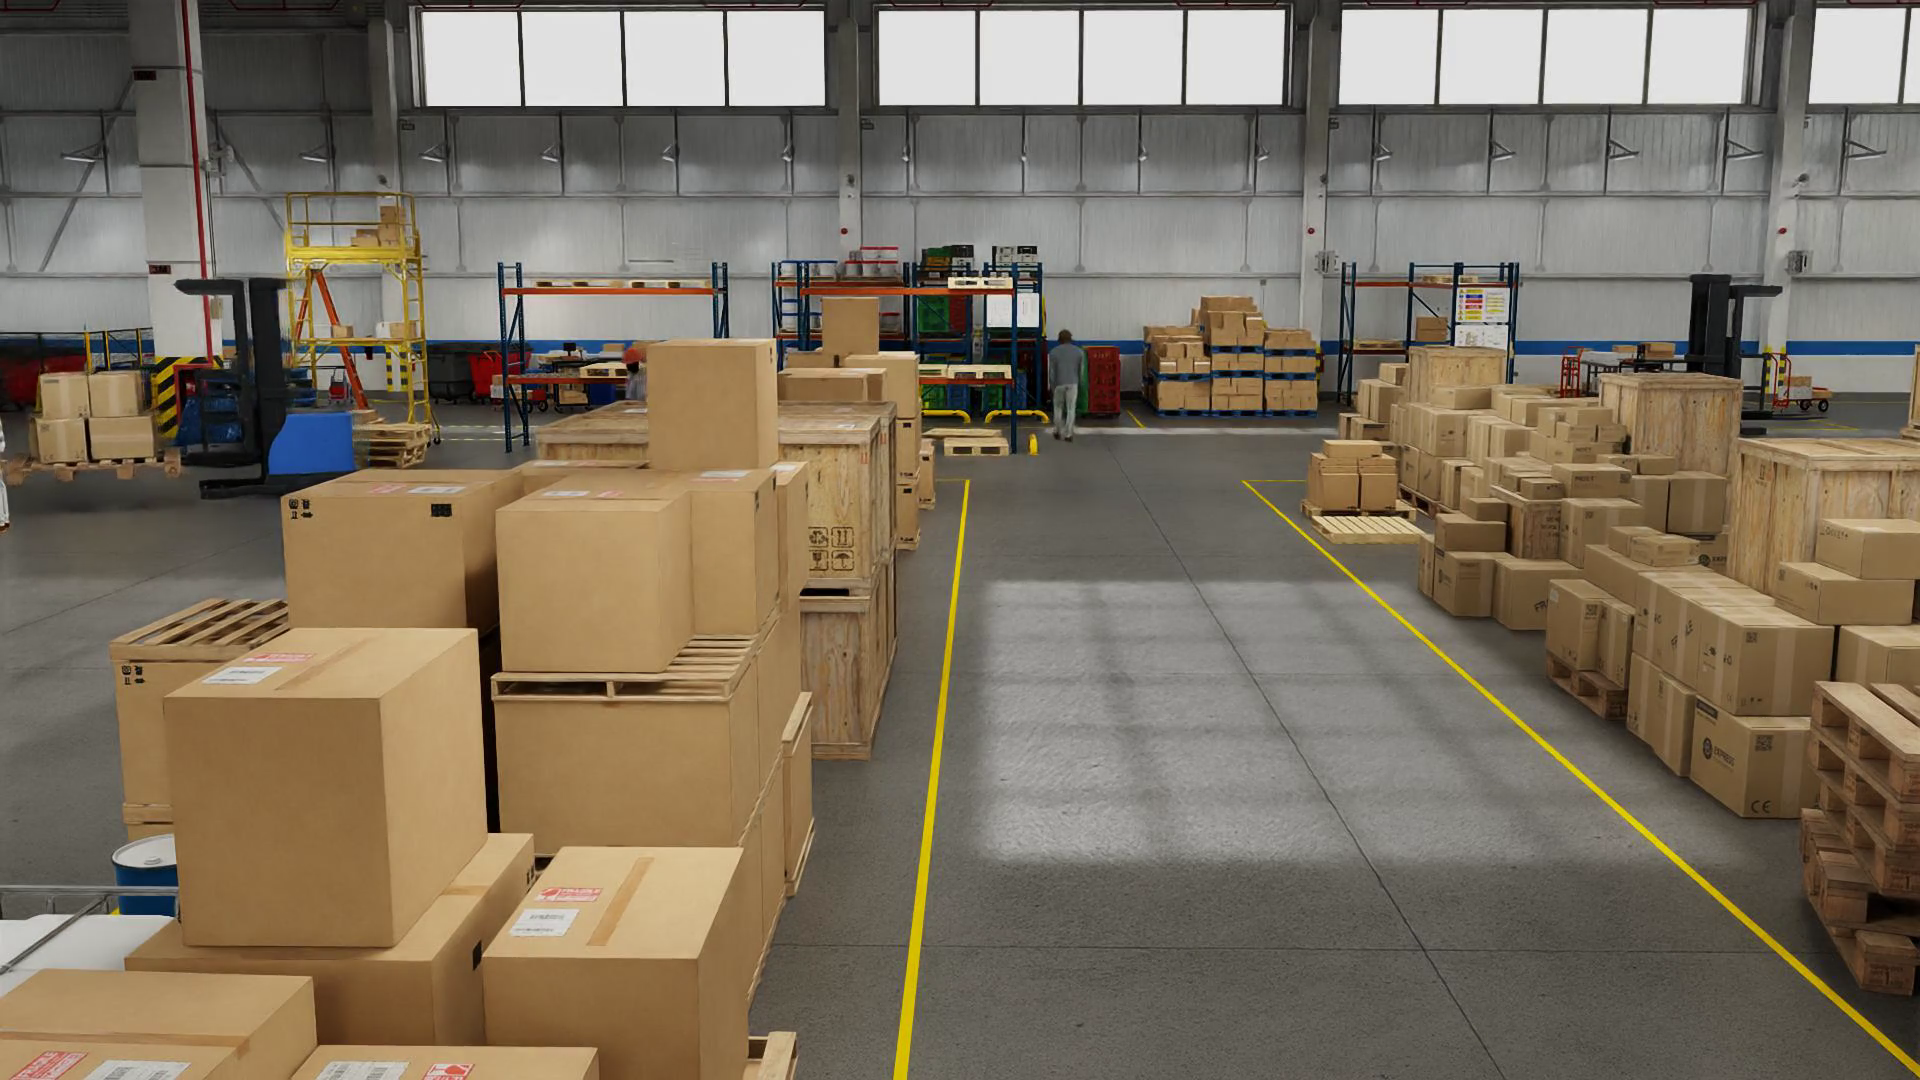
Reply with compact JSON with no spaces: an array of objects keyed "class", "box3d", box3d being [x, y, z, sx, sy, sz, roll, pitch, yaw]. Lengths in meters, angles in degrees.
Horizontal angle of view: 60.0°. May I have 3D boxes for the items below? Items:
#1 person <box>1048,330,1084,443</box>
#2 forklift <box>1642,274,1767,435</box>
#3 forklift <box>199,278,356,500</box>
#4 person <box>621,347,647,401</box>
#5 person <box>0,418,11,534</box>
[{"class":"person","box3d":[1.784,-2.627,28.323,0.629,1.886,0.990,-1,10,-5]},{"class":"forklift","box3d":[13.090,-3.274,29.247,1.873,2.768,1.129,0,9,1]},{"class":"forklift","box3d":[-8.968,-2.007,21.656,1.873,2.768,1.129,-4,10,-25]},{"class":"person","box3d":[-4.424,-1.656,22.495,0.484,1.895,0.617,-6,11,-32]},{"class":"person","box3d":[-10.885,-0.997,18.612,0.341,1.881,0.581,-3,10,-20]}]
